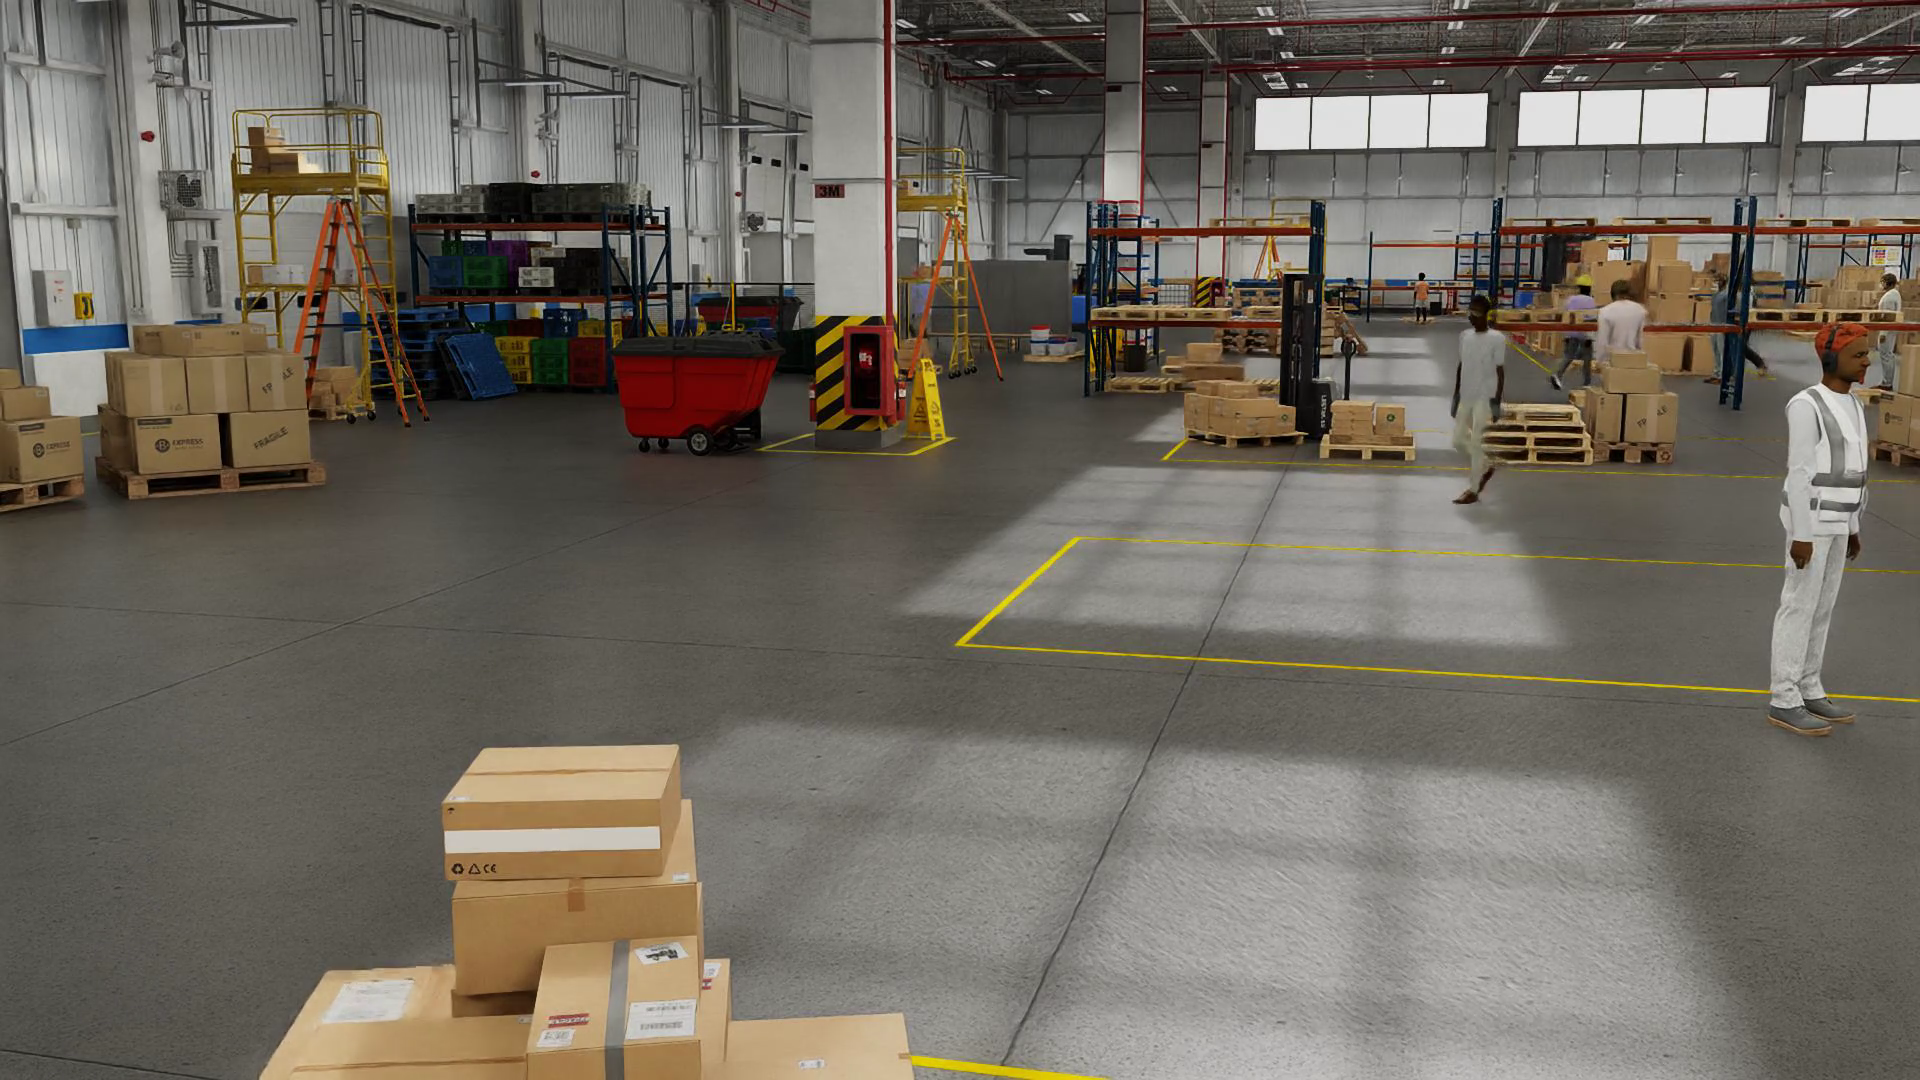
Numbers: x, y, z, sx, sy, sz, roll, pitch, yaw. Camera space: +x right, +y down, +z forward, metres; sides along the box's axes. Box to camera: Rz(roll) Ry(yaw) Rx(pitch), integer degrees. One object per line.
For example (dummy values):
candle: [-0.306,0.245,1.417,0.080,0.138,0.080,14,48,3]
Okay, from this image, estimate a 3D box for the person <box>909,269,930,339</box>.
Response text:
person: [-0.971,-5.211,37.914,0.553,1.912,0.615,-9,13,-41]

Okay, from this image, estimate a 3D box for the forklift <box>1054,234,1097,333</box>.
forklift: [2.933,-7.338,47.611,1.873,2.768,1.129,2,10,14]

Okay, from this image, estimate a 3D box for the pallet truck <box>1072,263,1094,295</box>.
pallet truck: [4.325,-8.180,55.162,0.823,1.965,1.885,6,11,31]

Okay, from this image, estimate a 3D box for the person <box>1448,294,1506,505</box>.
person: [4.587,-1.243,14.718,0.505,1.860,0.538,-6,11,-31]

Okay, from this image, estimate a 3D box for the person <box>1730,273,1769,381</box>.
person: [13.746,-3.781,29.136,0.771,2.000,0.687,9,13,42]

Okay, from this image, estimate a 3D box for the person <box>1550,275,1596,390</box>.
person: [10.141,-3.403,27.337,0.852,1.902,0.593,-5,11,-26]

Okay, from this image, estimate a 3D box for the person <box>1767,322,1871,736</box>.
person: [3.983,-0.055,7.666,0.572,1.883,0.356,-8,13,-41]

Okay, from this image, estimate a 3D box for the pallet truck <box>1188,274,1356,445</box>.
pallet truck: [3.653,-2.138,19.590,1.885,1.965,0.823,-4,10,-20]

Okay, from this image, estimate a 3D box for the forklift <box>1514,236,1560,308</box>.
forklift: [18.427,-8.095,52.067,1.873,2.768,1.129,1,10,7]

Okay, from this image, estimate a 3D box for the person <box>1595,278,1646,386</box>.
person: [8.024,-2.218,20.265,0.646,1.929,0.539,-2,10,-12]

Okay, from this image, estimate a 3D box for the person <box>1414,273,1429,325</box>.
person: [14.981,-7.831,54.020,0.530,1.689,0.322,-2,10,-12]

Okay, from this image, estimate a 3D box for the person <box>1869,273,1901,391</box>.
person: [15.136,-3.384,27.146,0.367,1.932,0.623,6,11,32]

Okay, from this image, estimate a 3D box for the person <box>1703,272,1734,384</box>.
person: [13.101,-3.638,28.637,0.369,1.932,0.622,-1,10,-4]

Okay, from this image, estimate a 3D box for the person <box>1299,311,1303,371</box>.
person: [6.678,-4.095,31.876,0.319,1.740,0.483,7,12,35]
